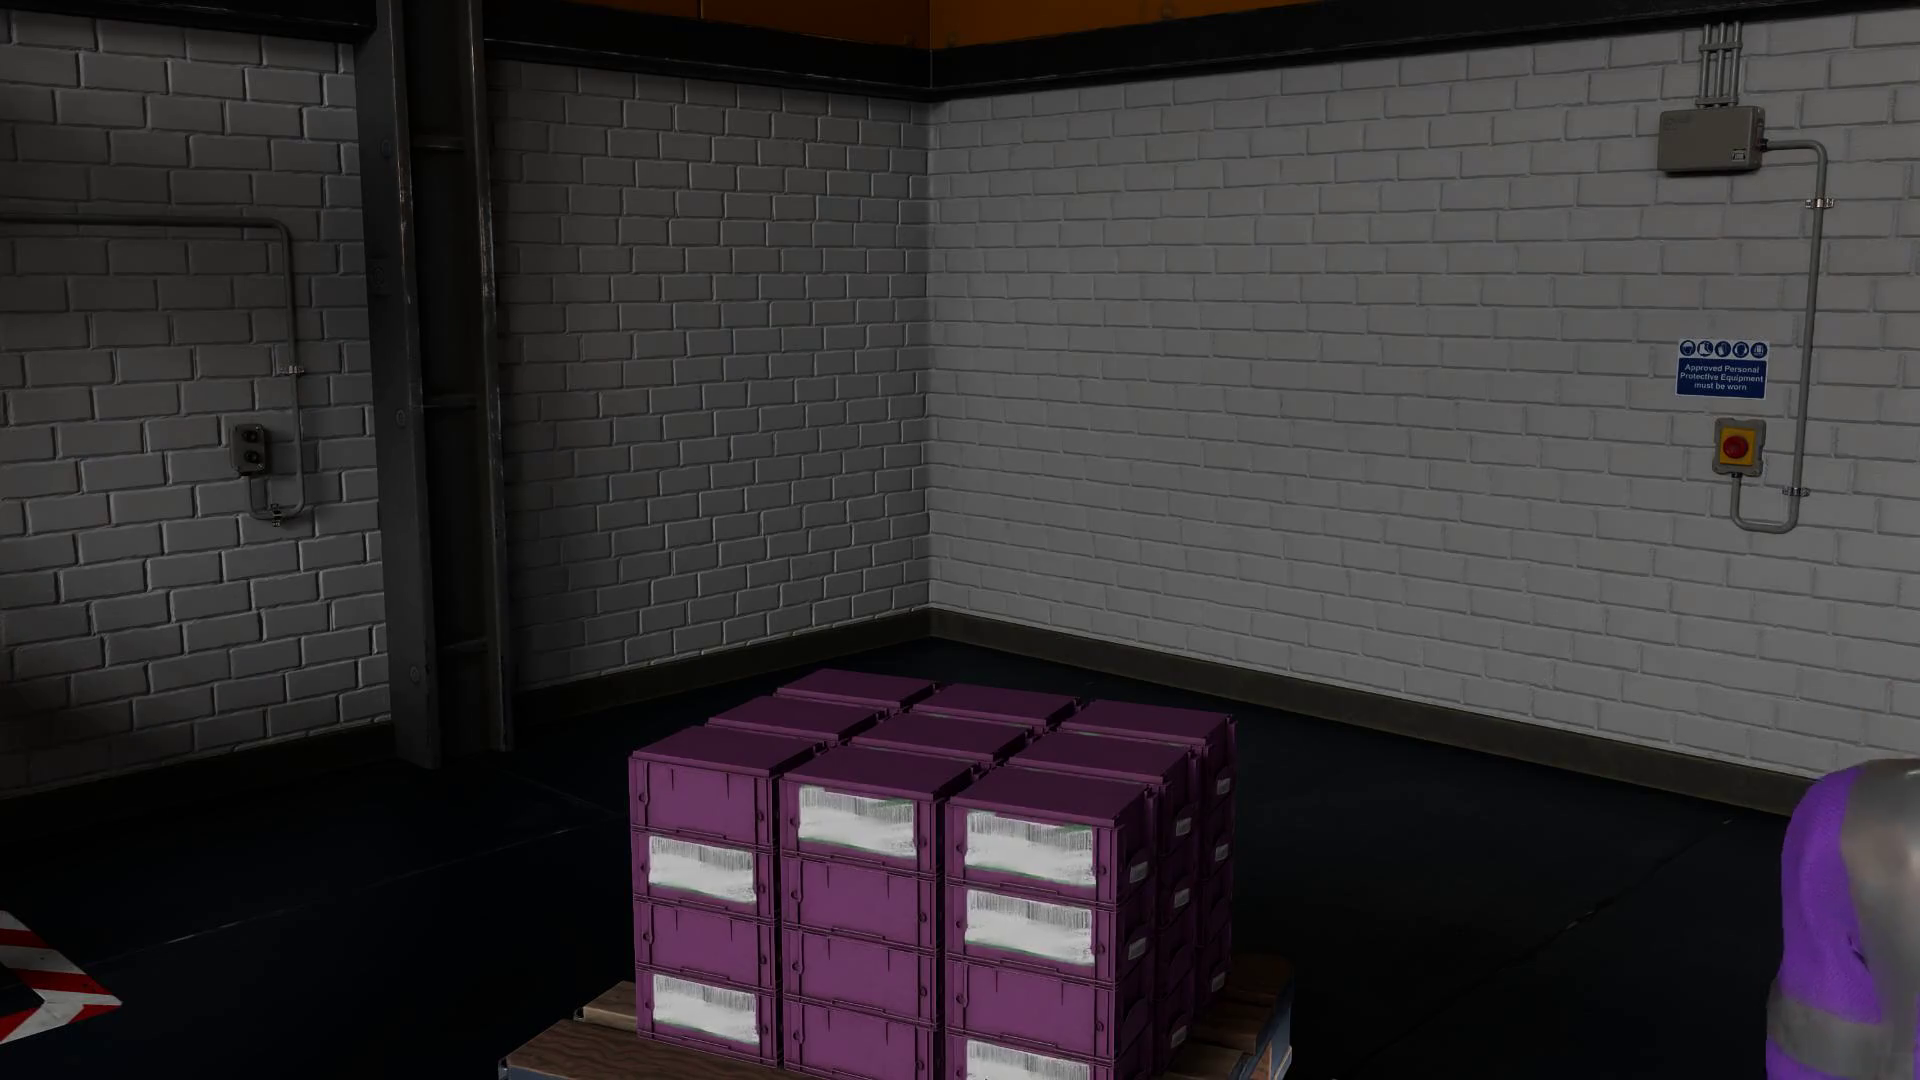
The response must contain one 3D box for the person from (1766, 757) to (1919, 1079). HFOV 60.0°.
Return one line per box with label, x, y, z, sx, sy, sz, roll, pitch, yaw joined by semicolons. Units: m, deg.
person;1.099;0.821;1.666;0.564;1.889;1.006;7;12;37
